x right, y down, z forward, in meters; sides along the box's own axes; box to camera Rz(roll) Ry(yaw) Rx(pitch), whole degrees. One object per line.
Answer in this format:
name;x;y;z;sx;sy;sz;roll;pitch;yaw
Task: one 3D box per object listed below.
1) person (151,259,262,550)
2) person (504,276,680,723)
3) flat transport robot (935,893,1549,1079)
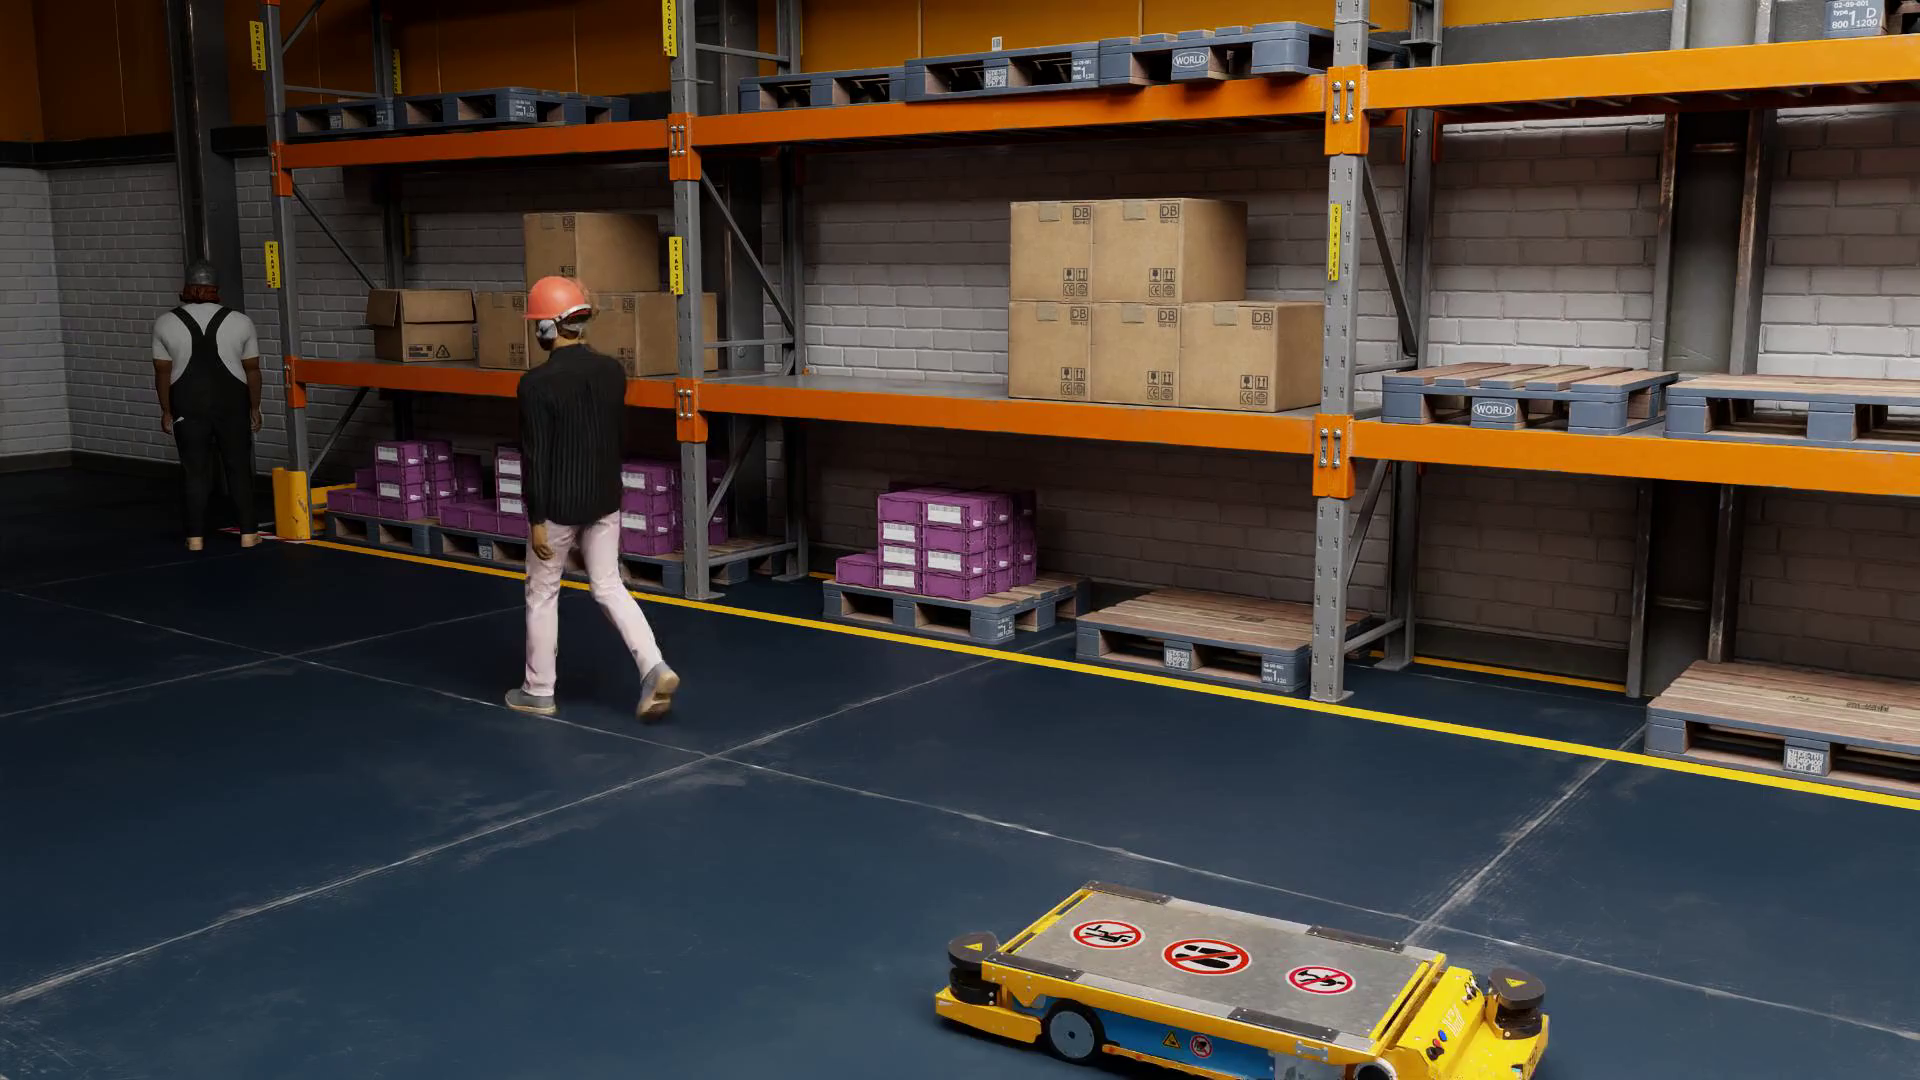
person;-5.280;-0.953;11.717;0.689;2.000;0.539;-4;10;-22
person;-1.643;-0.165;7.268;0.887;1.965;0.621;8;12;38
flat transport robot;0.714;1.177;4.289;1.431;0.197;0.652;5;11;29
